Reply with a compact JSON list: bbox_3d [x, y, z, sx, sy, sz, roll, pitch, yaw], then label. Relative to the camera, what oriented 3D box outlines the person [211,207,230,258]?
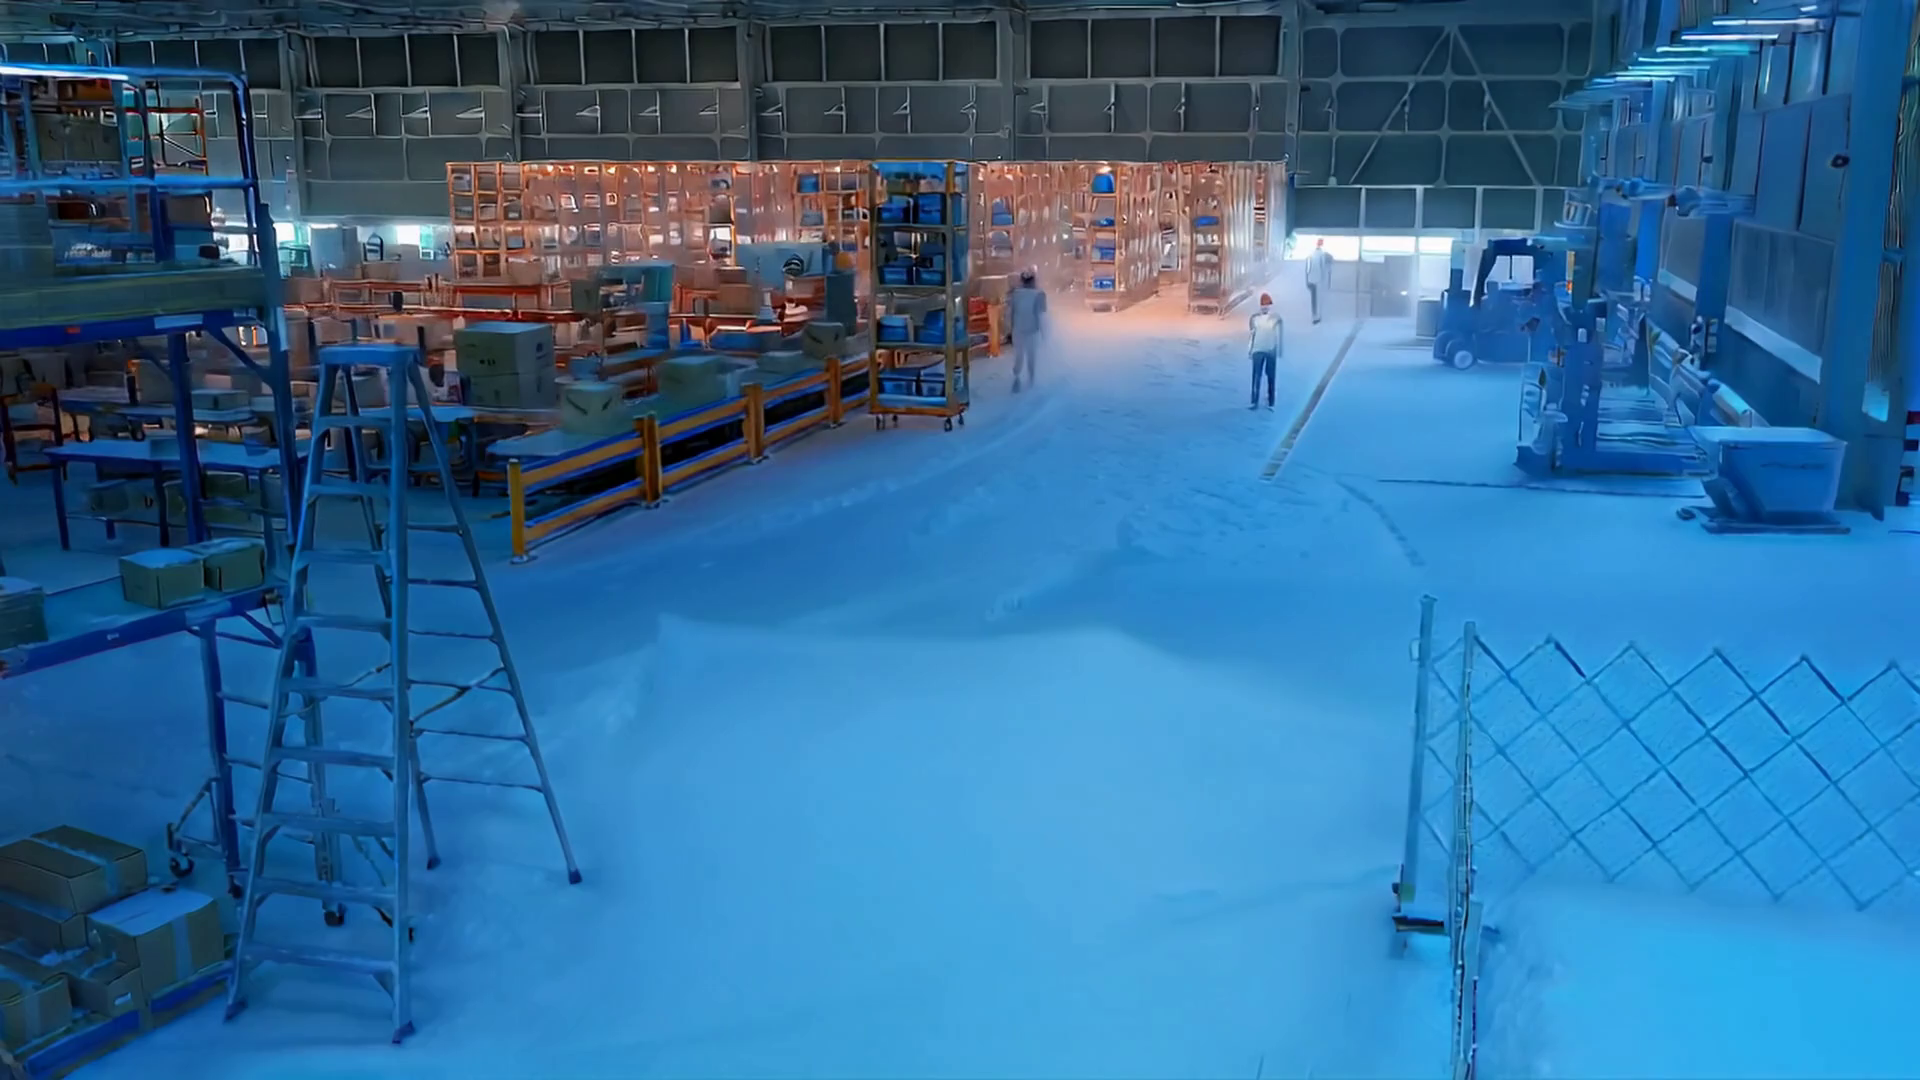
[{"bbox_3d":[-25.836,-10.619,58.112,0.659,1.972,0.659,-3,13,-13],"label":"person"}]

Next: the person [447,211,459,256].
[{"bbox_3d":[-19.249,-11.653,63.191,0.679,1.691,0.576,4,14,19],"label":"person"}]

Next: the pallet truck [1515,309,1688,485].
[{"bbox_3d":[7.554,-1.677,19.446,1.885,1.965,0.823,3,13,14],"label":"pallet truck"}]

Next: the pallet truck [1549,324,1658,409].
[{"bbox_3d":[9.824,-2.669,25.407,1.601,1.201,0.680,4,14,16],"label":"pallet truck"}]

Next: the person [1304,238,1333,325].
[{"bbox_3d":[8.106,-5.851,37.608,0.610,1.948,1.009,1,13,5],"label":"person"}]

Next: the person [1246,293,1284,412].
[{"bbox_3d":[4.535,-2.785,24.736,0.523,1.769,0.313,7,15,26],"label":"person"}]

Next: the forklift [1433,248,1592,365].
[{"bbox_3d":[9.780,-4.111,29.280,2.680,1.987,1.157,3,13,14],"label":"forklift"}]

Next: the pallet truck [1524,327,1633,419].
[{"bbox_3d":[9.065,-2.460,24.370,1.522,1.261,0.704,3,13,14],"label":"pallet truck"}]

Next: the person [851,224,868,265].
[{"bbox_3d":[-3.004,-8.570,49.568,0.589,1.837,0.404,-4,14,-18],"label":"person"}]

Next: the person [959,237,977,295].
[{"bbox_3d":[0.051,-6.452,40.479,0.925,1.802,0.565,2,13,11],"label":"person"}]

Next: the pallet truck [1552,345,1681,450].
[{"bbox_3d":[8.641,-1.896,21.908,1.630,1.274,0.653,4,14,16],"label":"pallet truck"}]

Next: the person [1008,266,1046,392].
[{"bbox_3d":[1.064,-3.389,26.813,0.626,2.022,0.856,2,13,10],"label":"person"}]

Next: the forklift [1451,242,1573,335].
[{"bbox_3d":[10.464,-4.597,31.405,2.680,1.987,1.157,4,14,16],"label":"forklift"}]

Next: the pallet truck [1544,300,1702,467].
[{"bbox_3d":[8.263,-1.952,20.631,1.885,1.965,0.823,5,14,20],"label":"pallet truck"}]
